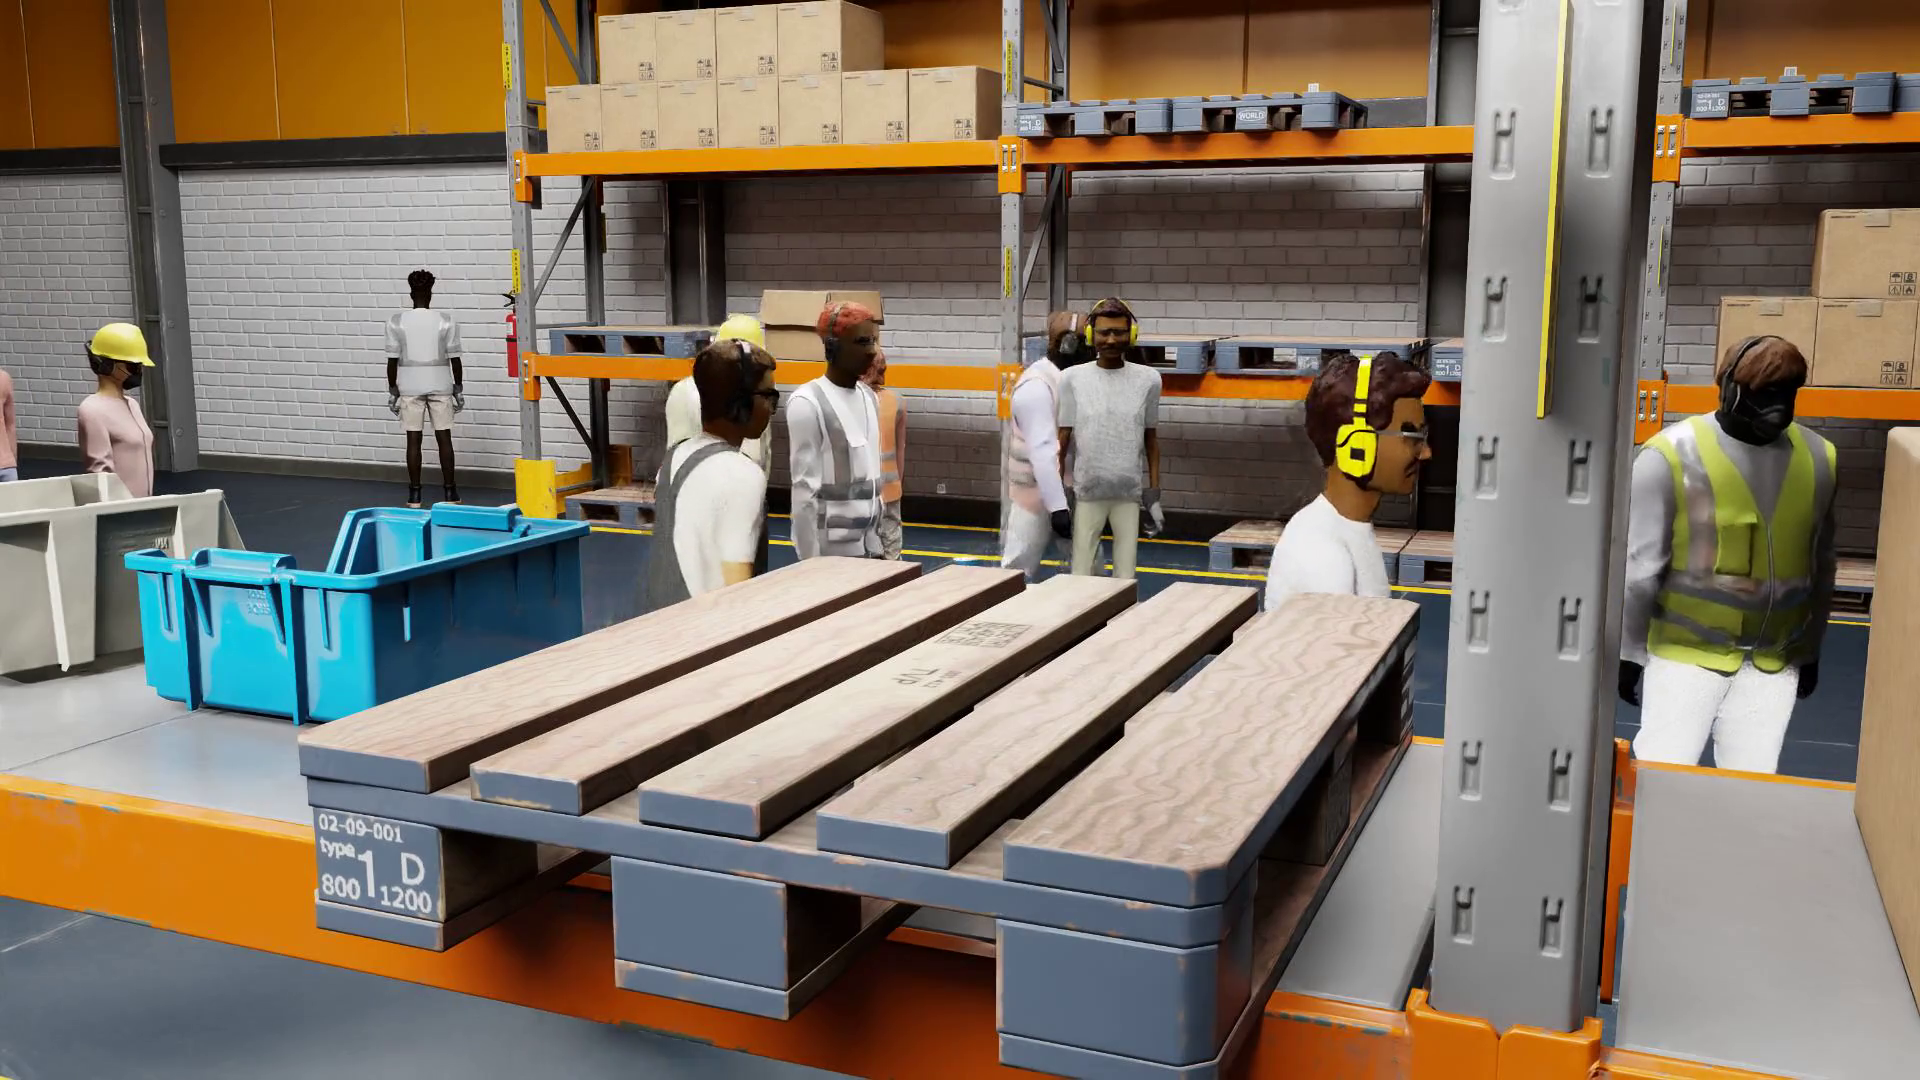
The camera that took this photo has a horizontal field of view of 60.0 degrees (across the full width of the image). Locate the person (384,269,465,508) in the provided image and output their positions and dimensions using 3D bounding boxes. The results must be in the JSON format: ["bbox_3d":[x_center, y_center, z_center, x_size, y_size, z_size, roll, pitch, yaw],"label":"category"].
[{"bbox_3d":[-4.417,-1.246,13.753,0.616,1.964,0.361,-3,10,-17],"label":"person"}]

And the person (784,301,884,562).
[{"bbox_3d":[-0.442,0.039,6.364,0.386,1.881,0.595,4,10,23],"label":"person"}]

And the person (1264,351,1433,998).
[{"bbox_3d":[0.778,0.557,3.288,0.386,1.854,0.530,3,10,18],"label":"person"}]

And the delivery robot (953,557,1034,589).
[{"bbox_3d":[0.018,0.328,8.271,0.707,0.478,0.477,-3,10,-19],"label":"delivery robot"}]

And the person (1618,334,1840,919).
[{"bbox_3d":[2.232,0.315,4.852,0.644,1.828,0.432,-1,10,-4],"label":"person"}]

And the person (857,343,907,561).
[{"bbox_3d":[-0.468,-0.191,8.408,0.310,1.642,0.514,8,13,41],"label":"person"}]

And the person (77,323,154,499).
[{"bbox_3d":[-3.690,-0.075,7.369,0.321,1.761,0.522,-1,10,-8],"label":"person"}]

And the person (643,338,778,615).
[{"bbox_3d":[-0.721,0.361,4.570,0.524,1.820,0.561,-5,11,-29],"label":"person"}]

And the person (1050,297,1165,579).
[{"bbox_3d":[0.686,-0.185,7.707,0.535,1.864,0.309,-1,9,-3],"label":"person"}]

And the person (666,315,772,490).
[{"bbox_3d":[-1.148,-0.196,8.075,0.603,1.764,0.965,-5,11,-29],"label":"person"}]

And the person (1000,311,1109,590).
[{"bbox_3d":[0.521,-0.174,7.867,0.986,1.784,0.645,6,11,34],"label":"person"}]

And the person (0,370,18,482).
[{"bbox_3d":[-5.363,-0.366,9.089,0.327,1.767,0.533,1,10,6],"label":"person"}]
